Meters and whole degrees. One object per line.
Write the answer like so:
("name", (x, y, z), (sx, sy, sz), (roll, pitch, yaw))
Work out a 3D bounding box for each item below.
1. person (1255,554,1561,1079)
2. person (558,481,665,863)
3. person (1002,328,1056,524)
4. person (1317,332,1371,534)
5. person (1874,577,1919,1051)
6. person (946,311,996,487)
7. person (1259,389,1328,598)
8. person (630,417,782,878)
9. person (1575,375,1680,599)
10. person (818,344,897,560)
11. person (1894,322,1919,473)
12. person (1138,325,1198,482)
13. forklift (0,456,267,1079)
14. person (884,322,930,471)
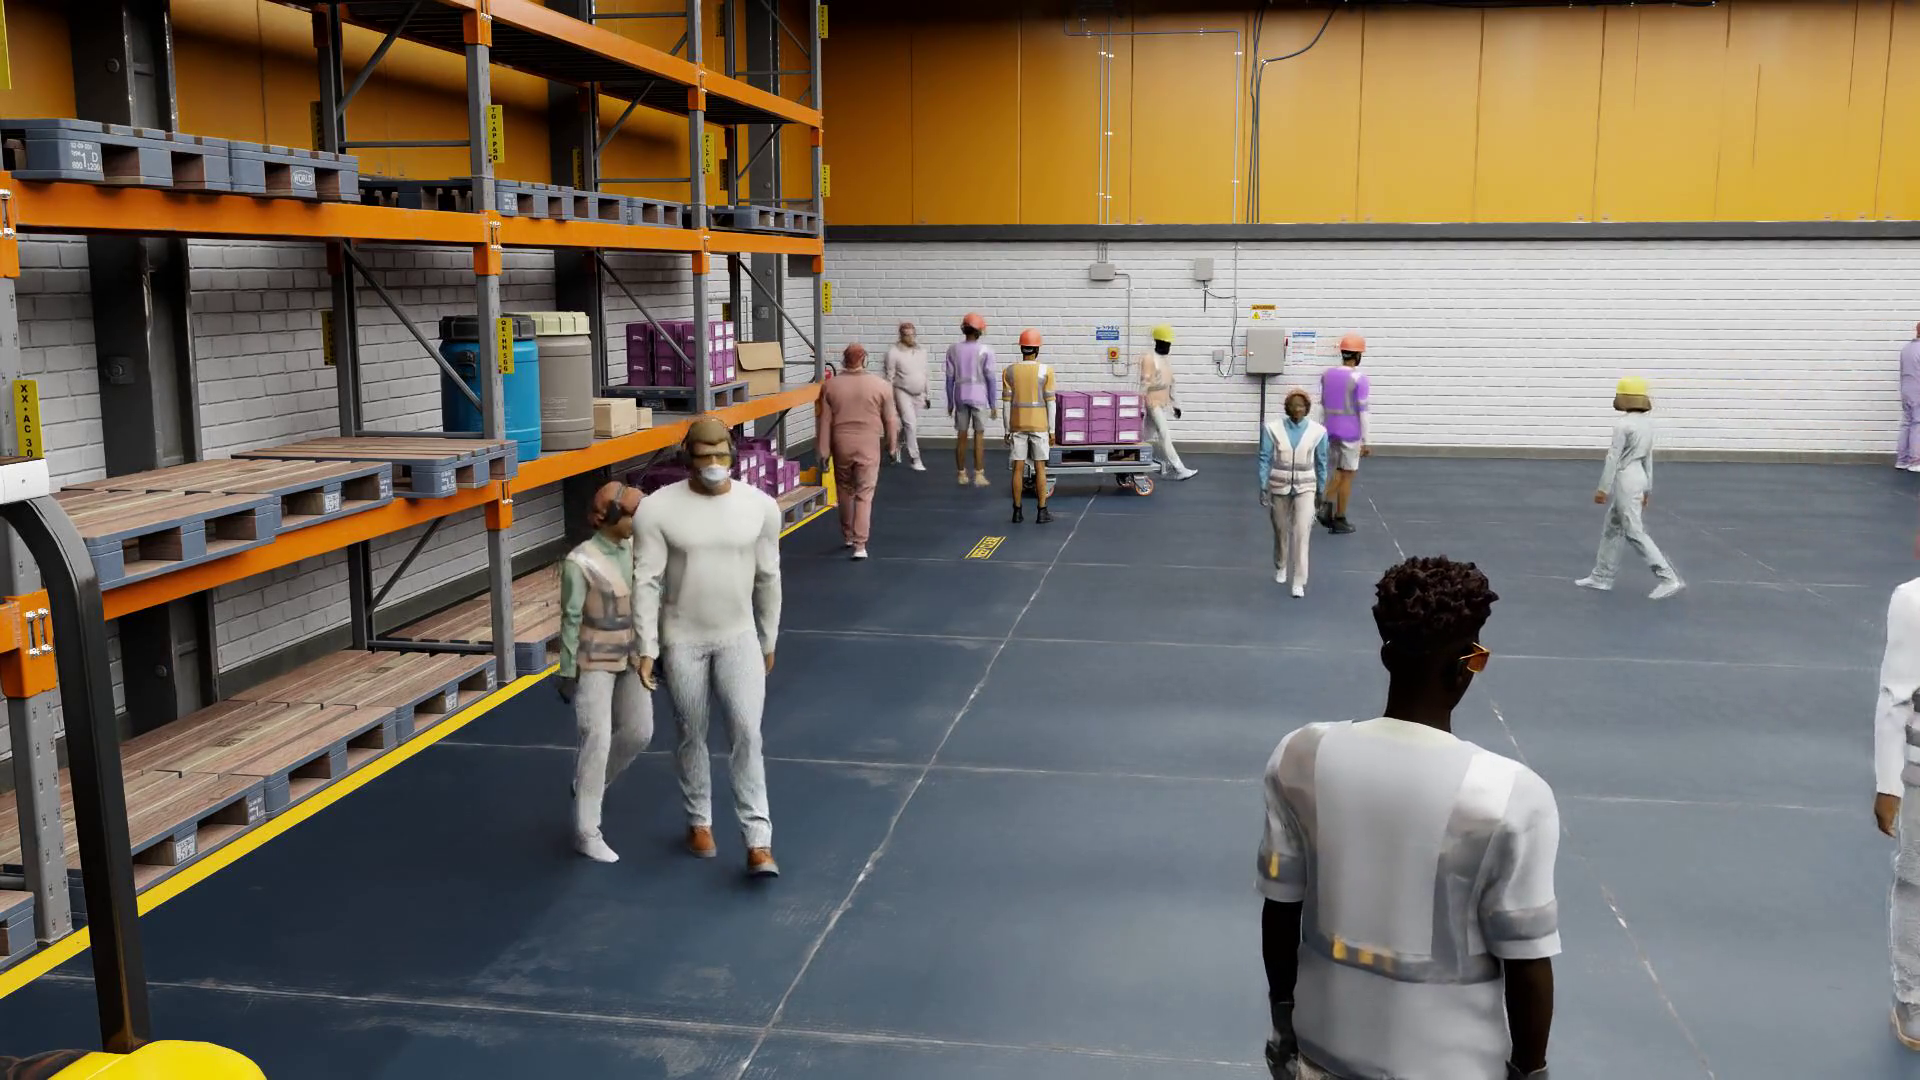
("person", (0.884, 0.998, 3.319), (0.610, 1.964, 0.365), (8, 12, 39))
("person", (-1.570, 0.540, 7.238), (0.504, 1.616, 0.551), (5, 10, 28))
("person", (0.692, -1.125, 16.500), (0.543, 1.939, 0.360), (2, 10, 15))
("person", (3.676, -1.006, 15.811), (0.396, 1.923, 0.583), (-6, 11, -34))
("person", (3.134, 0.758, 5.128), (0.595, 1.853, 0.766), (2, 9, 11))
("person", (0.138, -1.636, 19.348), (0.609, 2.043, 0.382), (4, 10, 22))
("person", (2.615, -0.397, 13.059), (0.510, 1.599, 0.848), (2, 9, 14))
("person", (-1.019, 0.457, 6.866), (0.646, 1.903, 0.868), (-2, 10, -14))
("person", (5.205, -0.413, 12.818), (0.490, 1.710, 0.855), (-9, 13, -44))
("person", (-0.889, -0.790, 14.679), (0.660, 1.863, 0.965), (1, 9, 8))
("person", (11.974, -1.793, 20.723), (0.403, 1.905, 0.649), (1, 9, 3))
("person", (2.386, -1.615, 19.759), (1.003, 1.862, 0.590), (5, 11, 29))
("forklift", (-2.328, 0.975, 2.765), (2.313, 2.155, 1.214), (1, 9, 9))
("person", (-0.704, -1.828, 21.086), (0.650, 1.875, 0.860), (-7, 12, -38))
